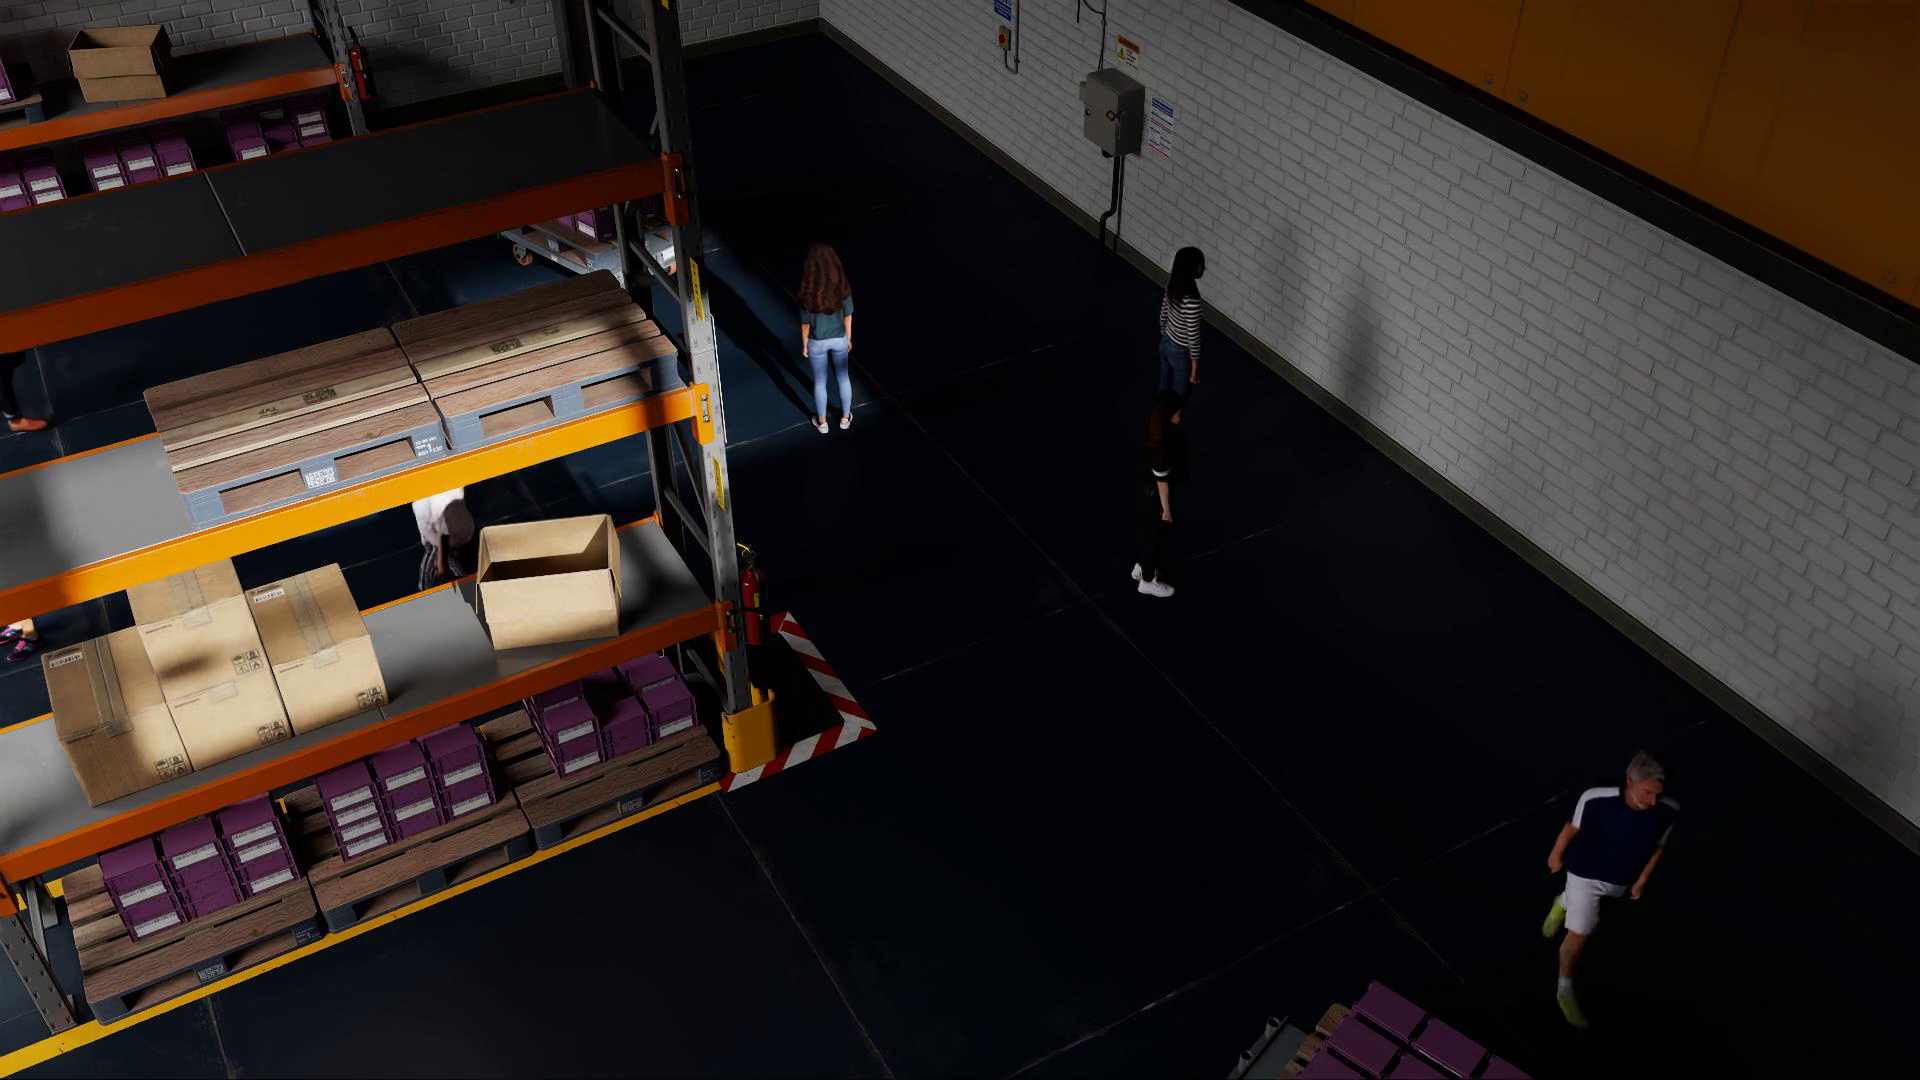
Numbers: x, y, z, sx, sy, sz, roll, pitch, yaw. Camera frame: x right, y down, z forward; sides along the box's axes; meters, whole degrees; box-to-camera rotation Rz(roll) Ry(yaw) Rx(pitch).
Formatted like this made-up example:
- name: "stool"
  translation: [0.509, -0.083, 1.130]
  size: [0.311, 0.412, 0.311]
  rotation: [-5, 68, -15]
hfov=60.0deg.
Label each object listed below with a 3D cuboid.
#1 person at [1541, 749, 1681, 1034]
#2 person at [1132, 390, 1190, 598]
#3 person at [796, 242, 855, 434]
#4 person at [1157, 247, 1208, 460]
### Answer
- name: "person"
  translation: [3.324, 1.651, 8.675]
  size: [1.153, 1.798, 1.074]
  rotation: [5, 39, 6]
- name: "person"
  translation: [1.330, -0.320, 11.272]
  size: [0.739, 1.637, 0.709]
  rotation: [0, 39, 0]
- name: "person"
  translation: [-1.027, -1.555, 12.836]
  size: [0.624, 1.616, 0.730]
  rotation: [-8, 39, -10]
- name: "person"
  translation: [1.636, -1.376, 12.468]
  size: [0.536, 1.794, 0.616]
  rotation: [-15, 41, -18]
